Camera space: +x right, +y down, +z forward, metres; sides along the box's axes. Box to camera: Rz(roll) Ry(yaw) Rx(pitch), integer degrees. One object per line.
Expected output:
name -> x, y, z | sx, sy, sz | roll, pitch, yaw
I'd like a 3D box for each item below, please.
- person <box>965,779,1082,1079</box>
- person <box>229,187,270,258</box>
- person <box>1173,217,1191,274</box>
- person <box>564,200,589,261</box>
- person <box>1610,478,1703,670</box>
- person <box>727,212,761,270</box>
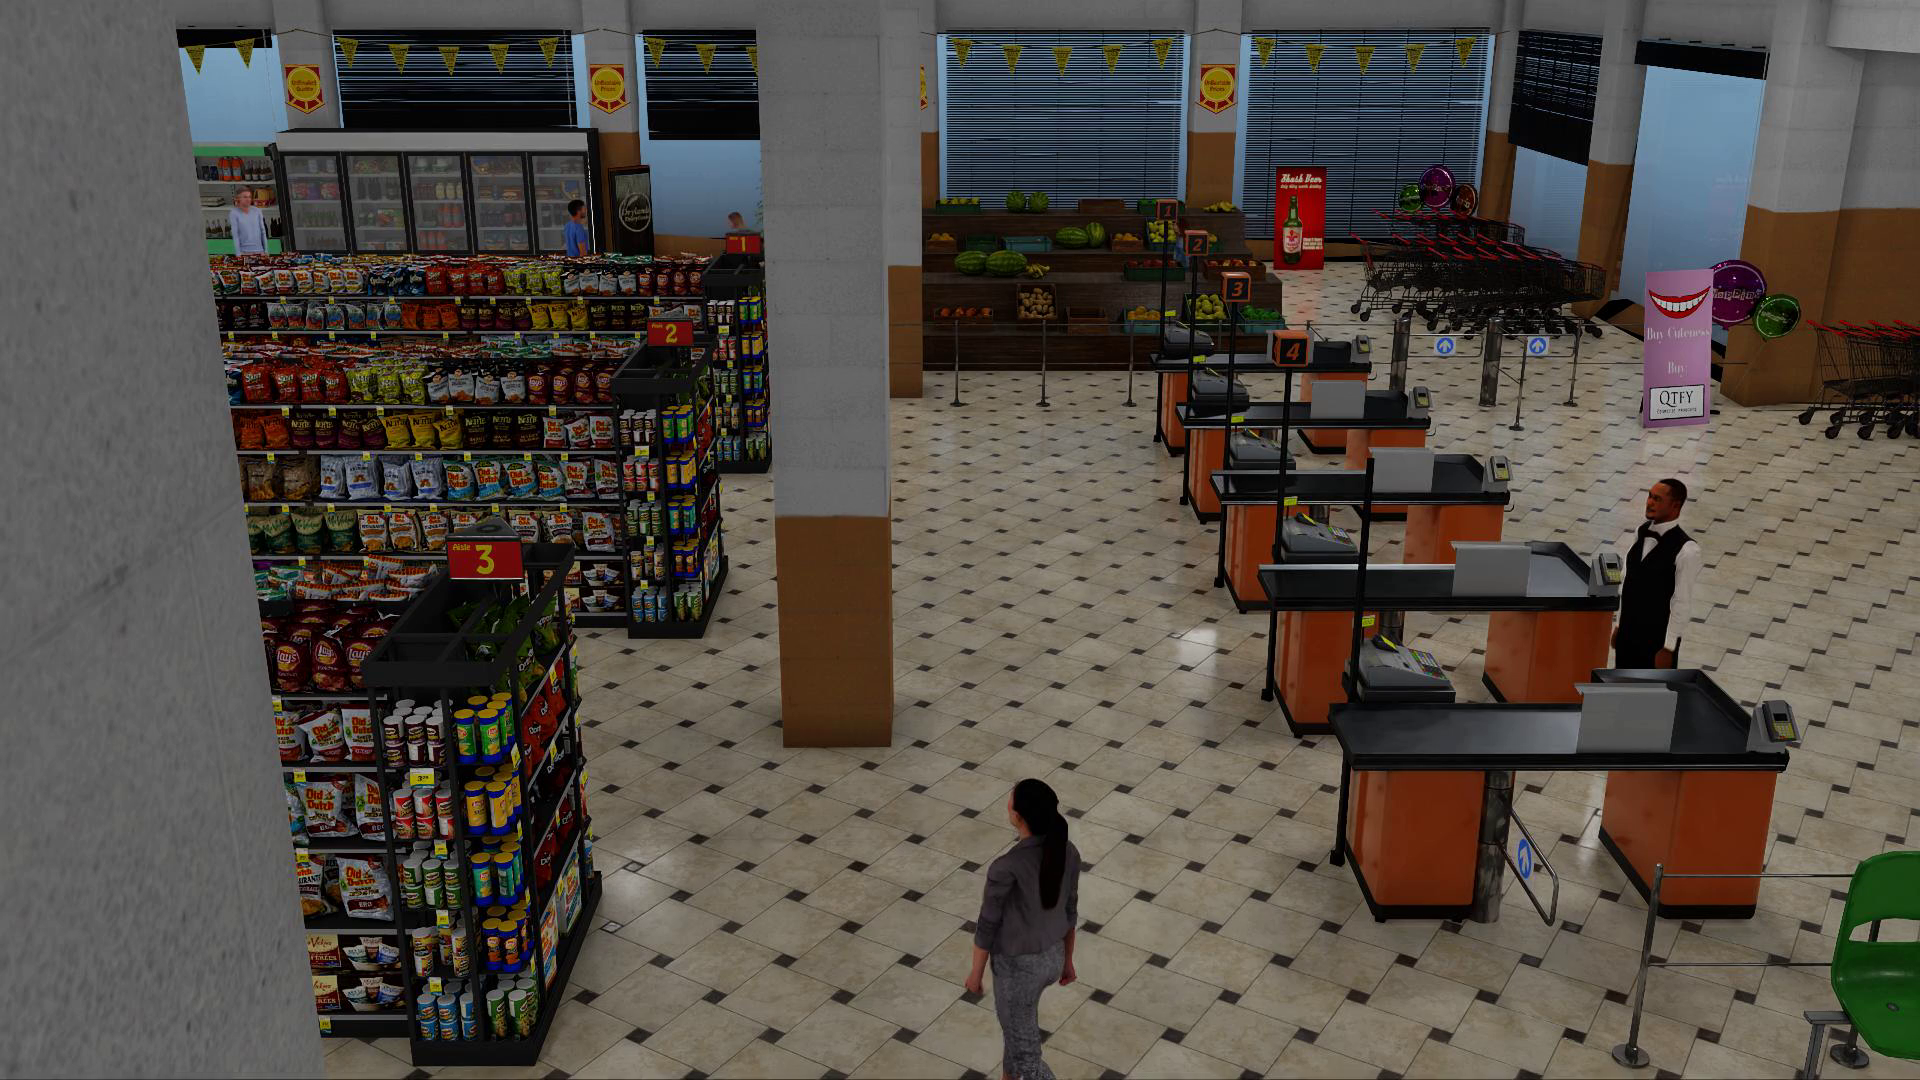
person -> 0.318, 1.795, 6.745 | 1.078, 1.646, 1.093 | -15, 24, -38
person -> -10.244, -4.146, 23.988 | 0.787, 1.886, 0.728 | 18, 25, 42
person -> 3.265, -3.893, 23.924 | 0.973, 1.448, 0.625 | 2, 19, 6
person -> -5.237, -3.718, 22.757 | 0.768, 1.861, 0.737 | -13, 23, -35
person -> 4.163, 0.545, 10.026 | 0.701, 1.919, 0.754 | -6, 20, -17
person -> -2.862, -3.638, 22.829 | 0.854, 1.665, 0.773 | 11, 22, 30
